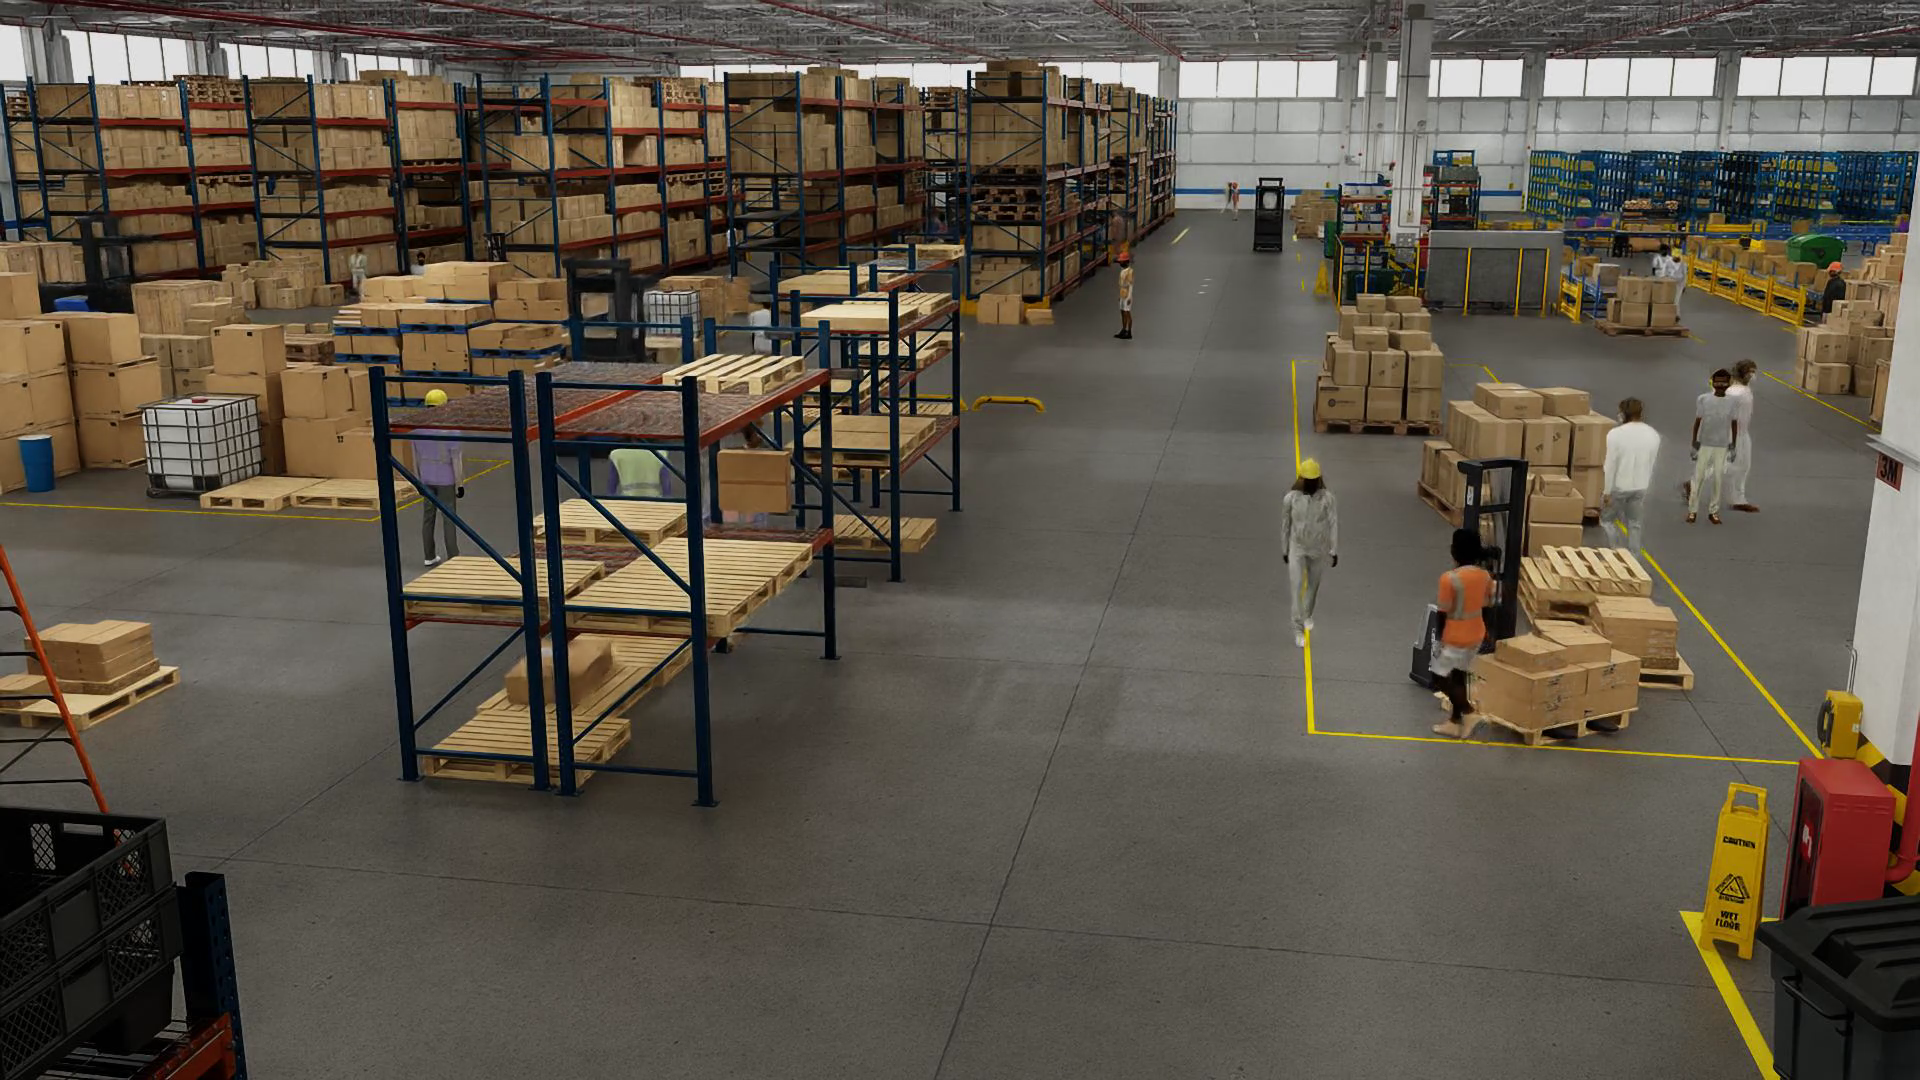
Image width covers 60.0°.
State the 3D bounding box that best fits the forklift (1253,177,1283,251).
[{"bbox_3d":[12.083,-12.747,64.956,1.129,2.768,1.873,3,14,10],"label":"forklift"}]

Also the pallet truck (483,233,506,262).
[{"bbox_3d":[-11.832,-7.026,43.548,1.885,1.965,0.823,8,16,28],"label":"pallet truck"}]

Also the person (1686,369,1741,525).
[{"bbox_3d":[8.980,-1.111,19.795,0.514,1.872,0.332,4,14,16],"label":"person"}]

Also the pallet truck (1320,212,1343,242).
[{"bbox_3d":[15.874,-13.227,70.310,0.680,1.201,1.601,10,17,35],"label":"pallet truck"}]

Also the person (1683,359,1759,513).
[{"bbox_3d":[9.453,-1.291,20.458,0.805,1.915,0.632,10,17,36],"label":"person"}]

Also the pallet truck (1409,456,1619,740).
[{"bbox_3d":[4.504,0.400,13.395,0.823,1.965,1.885,-6,15,-23],"label":"pallet truck"}]

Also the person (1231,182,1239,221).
[{"bbox_3d":[14.286,-17.581,86.434,0.413,1.985,0.609,1,14,6],"label":"person"}]

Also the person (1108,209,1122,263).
[{"bbox_3d":[5.495,-10.787,59.044,0.566,1.880,0.678,7,15,26],"label":"person"}]

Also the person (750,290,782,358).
[{"bbox_3d":[-3.304,-3.299,28.520,0.624,1.948,0.426,5,15,18],"label":"person"}]

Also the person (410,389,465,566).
[{"bbox_3d":[-5.594,-0.663,17.886,0.585,1.918,0.410,4,14,15],"label":"person"}]

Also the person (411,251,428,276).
[{"bbox_3d":[-12.588,-5.829,38.974,0.561,1.854,0.454,-4,14,-16],"label":"person"}]

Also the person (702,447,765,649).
[{"bbox_3d":[-2.108,0.063,15.137,0.664,1.824,0.538,6,15,23],"label":"person"}]

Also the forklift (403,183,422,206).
[{"bbox_3d":[-18.937,-11.003,57.878,1.129,2.768,1.873,3,14,10],"label":"forklift"}]

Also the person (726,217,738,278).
[{"bbox_3d":[-7.281,-9.343,53.115,0.398,1.920,0.590,-5,15,-18],"label":"person"}]

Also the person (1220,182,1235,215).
[{"bbox_3d":[15.009,-19.065,92.848,0.968,1.804,0.623,-4,14,-15],"label":"person"}]

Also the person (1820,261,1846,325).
[{"bbox_3d":[17.909,-4.721,34.192,0.376,1.995,0.609,-1,14,-4],"label":"person"}]

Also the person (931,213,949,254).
[{"bbox_3d":[-0.696,-10.712,58.990,1.061,1.782,0.628,11,18,38],"label":"person"}]

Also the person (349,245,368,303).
[{"bbox_3d":[-16.093,-7.098,44.588,0.529,1.622,0.405,2,14,8],"label":"person"}]

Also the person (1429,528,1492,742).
[{"bbox_3d":[3.837,0.745,12.631,0.538,1.682,0.456,-10,17,-35],"label":"person"}]

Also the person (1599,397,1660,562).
[{"bbox_3d":[6.923,-0.532,17.311,0.649,1.923,0.564,-2,14,-8],"label":"person"}]

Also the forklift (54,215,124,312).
[{"bbox_3d":[-18.373,-5.540,35.697,1.873,2.768,1.129,2,14,10],"label":"forklift"}]

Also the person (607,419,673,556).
[{"bbox_3d":[-3.194,-0.311,16.581,0.637,1.868,1.004,-3,14,-13],"label":"person"}]

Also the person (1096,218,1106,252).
[{"bbox_3d":[4.850,-10.476,58.253,0.784,1.667,0.543,4,14,16],"label":"person"}]

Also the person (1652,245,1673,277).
[{"bbox_3d":[18.644,-7.018,44.218,0.531,1.659,0.869,3,14,12],"label":"person"}]

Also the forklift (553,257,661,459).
[{"bbox_3d":[-5.206,-2.685,24.103,1.129,2.768,1.873,3,14,10],"label":"forklift"}]

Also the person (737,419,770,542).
[{"bbox_3d":[-2.057,-0.320,16.652,0.401,1.835,0.537,2,14,9],"label":"person"}]

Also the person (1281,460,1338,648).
[{"bbox_3d":[3.203,0.079,15.323,0.501,1.697,0.917,1,14,5],"label":"person"}]

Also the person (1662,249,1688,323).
[{"bbox_3d":[17.511,-6.240,40.787,0.614,1.781,0.954,3,14,10],"label":"person"}]

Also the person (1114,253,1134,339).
[{"bbox_3d":[3.702,-5.497,37.463,0.362,1.935,0.553,-5,15,-18],"label":"person"}]
